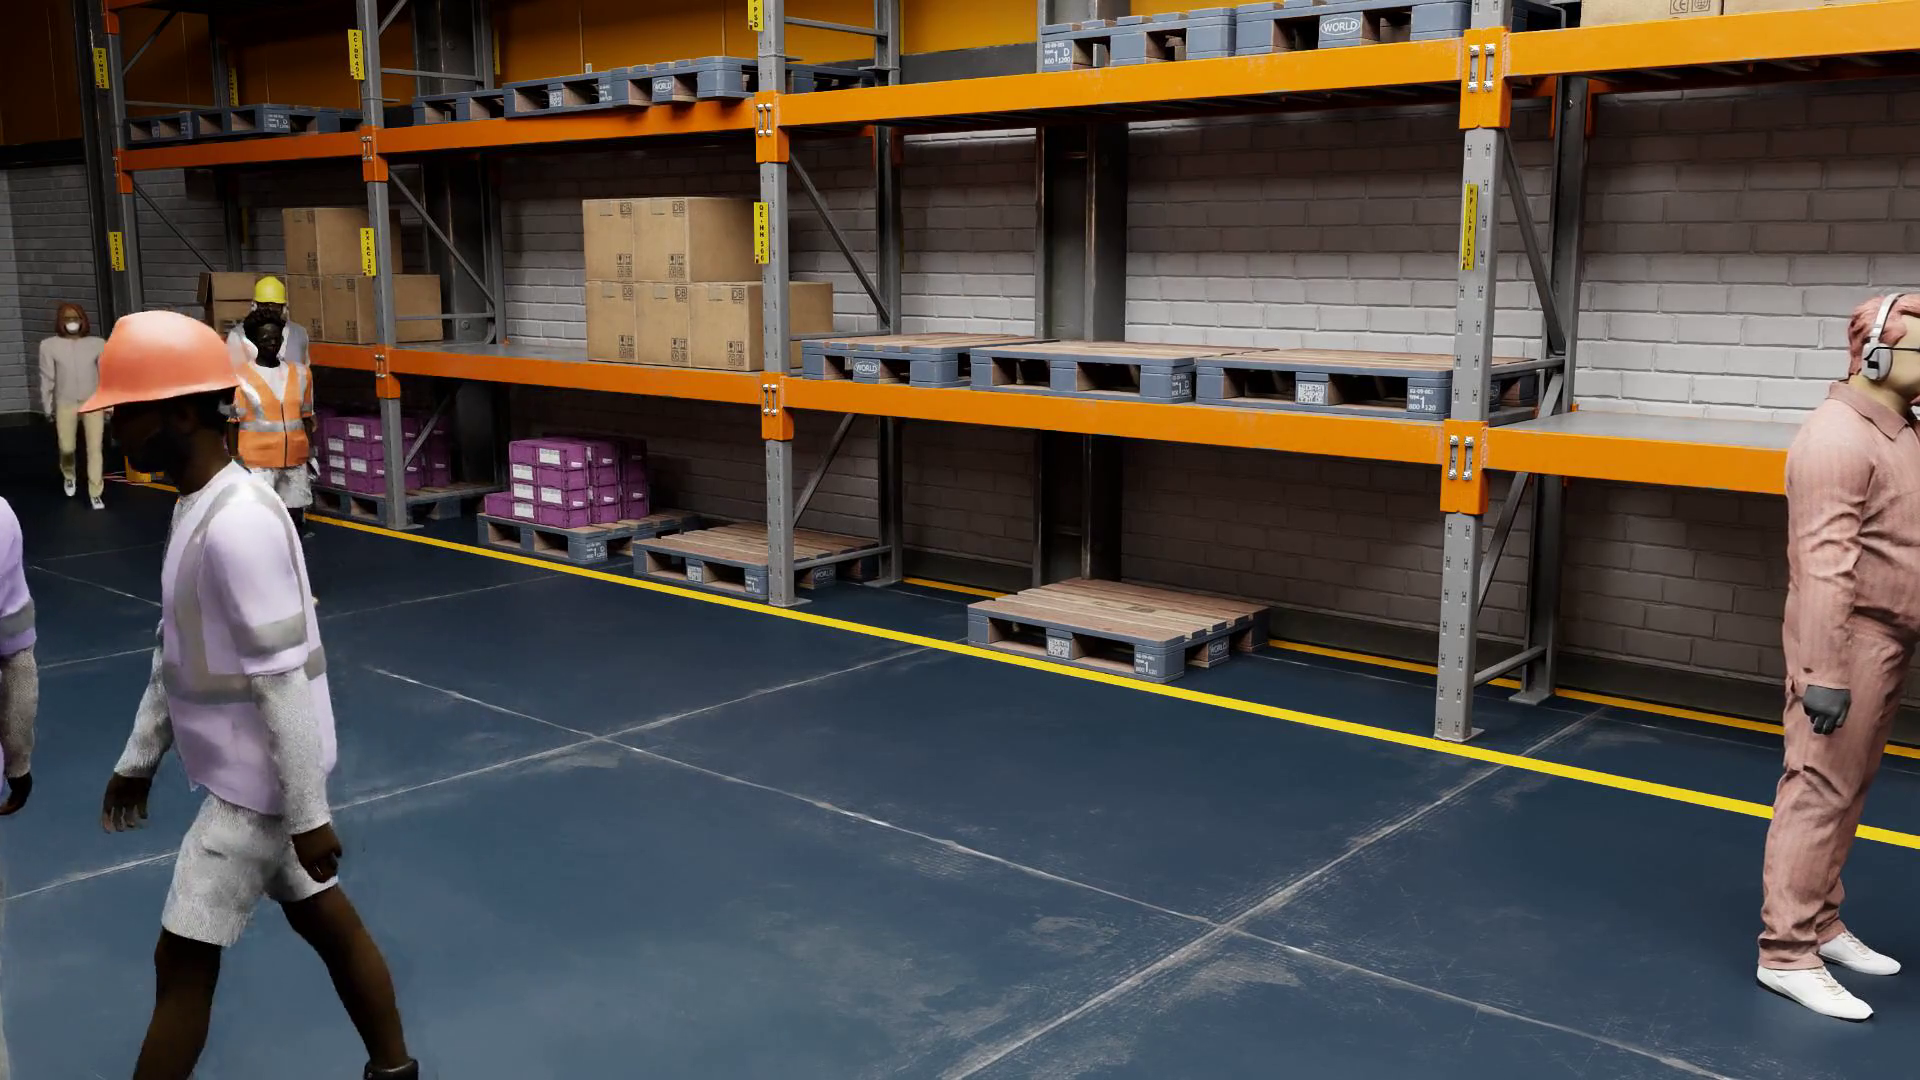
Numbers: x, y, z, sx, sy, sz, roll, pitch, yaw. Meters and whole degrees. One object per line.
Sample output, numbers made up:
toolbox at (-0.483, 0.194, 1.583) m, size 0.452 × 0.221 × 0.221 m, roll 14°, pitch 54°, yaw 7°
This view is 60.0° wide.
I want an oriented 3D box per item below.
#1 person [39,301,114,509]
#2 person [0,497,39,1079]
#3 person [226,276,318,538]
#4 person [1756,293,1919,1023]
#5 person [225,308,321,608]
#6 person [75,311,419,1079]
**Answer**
person at (-6.897, -1.058, 13.016) m, size 0.504 × 1.619 × 0.550 m, roll -6°, pitch 12°, yaw -32°
person at (-2.214, 0.497, 3.423) m, size 0.598 × 1.874 × 0.994 m, roll -7°, pitch 12°, yaw -36°
person at (-4.719, -0.896, 11.481) m, size 0.404 × 1.827 × 0.600 m, roll 8°, pitch 13°, yaw 40°
person at (2.419, 0.300, 4.454) m, size 0.403 × 1.906 × 0.652 m, roll 8°, pitch 13°, yaw 40°
person at (-3.800, -0.429, 9.202) m, size 0.317 × 1.695 × 0.540 m, roll 8°, pitch 13°, yaw 40°
person at (-1.590, 0.484, 3.449) m, size 0.950 × 1.885 × 0.545 m, roll -5°, pitch 11°, yaw -25°
